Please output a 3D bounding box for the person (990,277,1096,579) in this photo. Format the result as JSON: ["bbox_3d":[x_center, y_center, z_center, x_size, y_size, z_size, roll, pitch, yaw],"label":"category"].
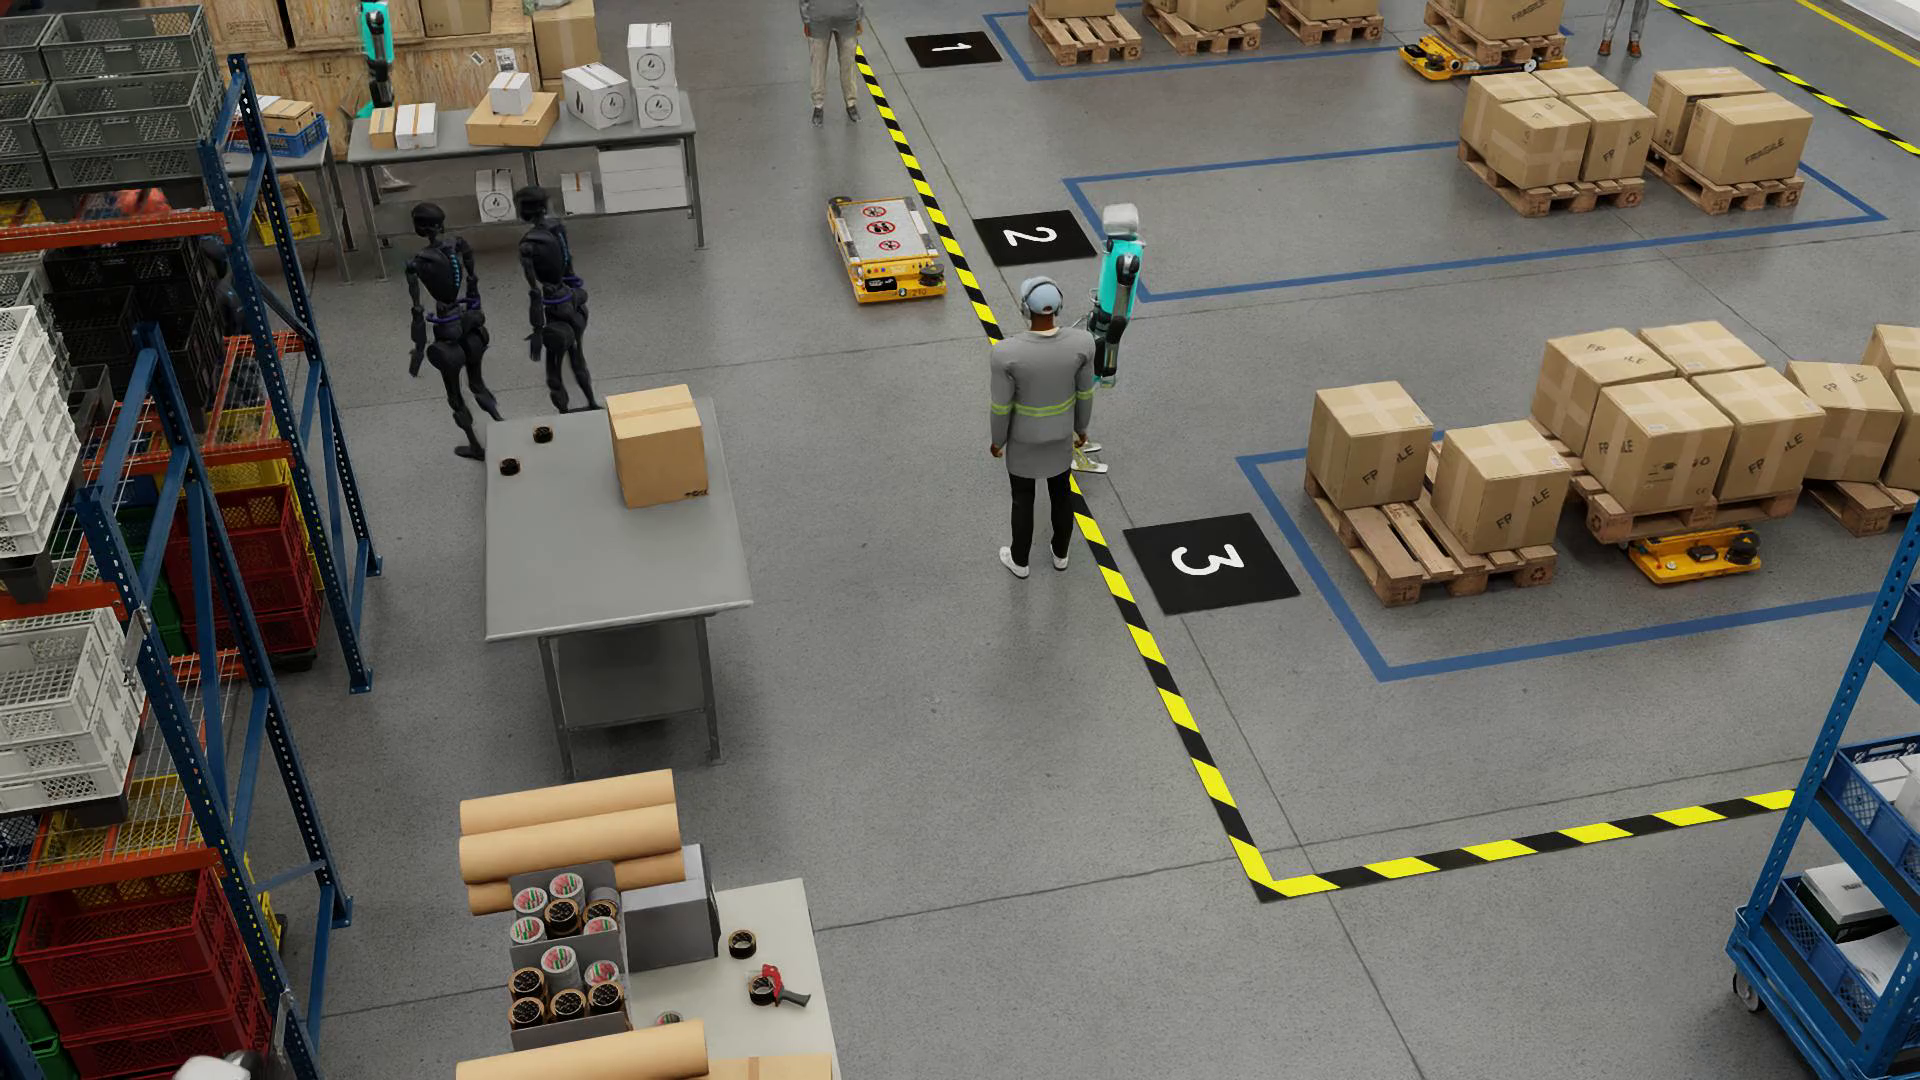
[{"bbox_3d":[0.432,-0.602,9.037,0.589,1.852,0.365,-9,38,-12],"label":"person"}]

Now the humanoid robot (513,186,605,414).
[{"bbox_3d":[-2.489,-1.394,10.244,0.343,1.642,0.613,7,37,10],"label":"humanoid robot"}]

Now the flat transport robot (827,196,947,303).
[{"bbox_3d":[-0.570,-2.220,12.538,0.659,0.231,1.431,-8,37,-10],"label":"flat transport robot"}]

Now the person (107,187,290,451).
[{"bbox_3d":[-4.576,-1.140,9.656,1.042,1.975,0.616,-28,45,-32],"label":"person"}]

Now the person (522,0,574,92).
[{"bbox_3d":[-3.468,-4.506,14.215,0.411,1.939,0.606,23,42,27],"label":"person"}]

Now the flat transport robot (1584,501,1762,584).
[{"bbox_3d":[4.070,-0.272,9.896,0.652,0.197,1.431,-8,37,-10],"label":"flat transport robot"}]

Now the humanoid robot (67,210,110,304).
[{"bbox_3d":[-5.104,-1.228,10.026,0.373,1.652,0.613,15,39,19],"label":"humanoid robot"}]

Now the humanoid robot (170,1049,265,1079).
[{"bbox_3d":[-1.912,2.299,5.295,0.855,1.844,0.547,4,37,5],"label":"humanoid robot"}]

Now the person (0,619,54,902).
[{"bbox_3d":[-4.203,0.825,7.138,0.622,1.835,0.431,-21,41,-26],"label":"person"}]

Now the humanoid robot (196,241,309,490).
[{"bbox_3d":[-4.298,-0.983,9.738,0.708,1.629,0.601,3,37,5],"label":"humanoid robot"}]

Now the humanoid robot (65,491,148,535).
[{"bbox_3d":[-5.057,-0.654,9.246,0.909,1.828,0.562,-8,37,-11],"label":"humanoid robot"}]

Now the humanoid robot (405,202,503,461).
[{"bbox_3d":[-3.032,-1.232,10.039,0.449,1.639,0.606,18,40,22],"label":"humanoid robot"}]

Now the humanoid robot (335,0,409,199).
[{"bbox_3d":[-4.697,-3.440,13.042,0.732,1.908,0.553,-10,38,-14],"label":"humanoid robot"}]

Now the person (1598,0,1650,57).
[{"bbox_3d":[6.392,-5.477,15.561,0.589,1.883,0.349,6,37,8],"label":"person"}]

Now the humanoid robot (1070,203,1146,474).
[{"bbox_3d":[0.682,-1.172,9.786,0.735,1.677,0.533,-1,37,-1],"label":"humanoid robot"}]

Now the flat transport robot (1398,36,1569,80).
[{"bbox_3d":[4.964,-4.626,15.748,1.431,0.197,0.652,-8,37,-11],"label":"flat transport robot"}]

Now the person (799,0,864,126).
[{"bbox_3d":[-1.100,-4.468,14.302,0.560,1.768,0.400,-7,37,-9],"label":"person"}]
